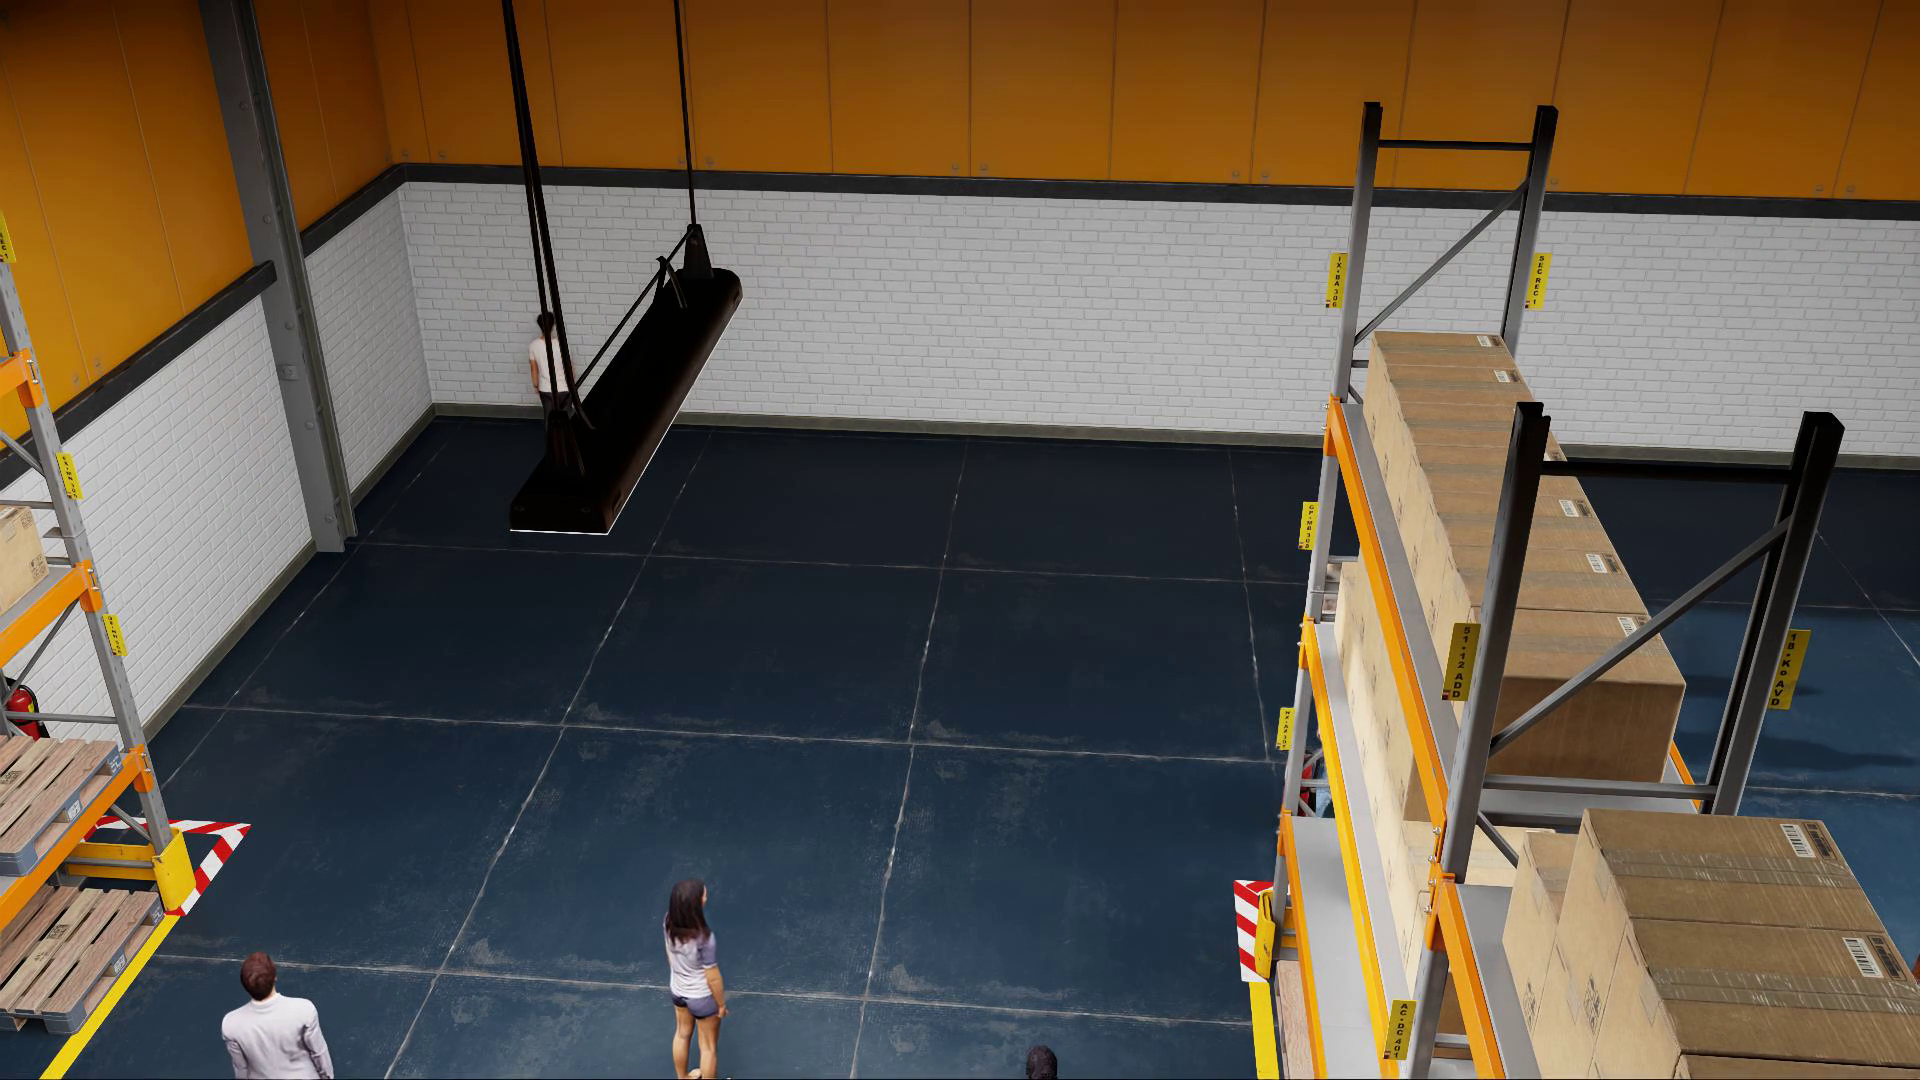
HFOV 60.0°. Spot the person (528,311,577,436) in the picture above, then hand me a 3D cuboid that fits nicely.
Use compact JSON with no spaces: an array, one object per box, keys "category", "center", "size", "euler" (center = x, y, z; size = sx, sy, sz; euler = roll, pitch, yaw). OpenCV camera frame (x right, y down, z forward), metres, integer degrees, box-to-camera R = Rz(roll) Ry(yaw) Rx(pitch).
[{"category":"person","center":[-4.521,-1.726,18.516],"size":[0.631,1.721,0.525],"euler":[1,29,2]}]

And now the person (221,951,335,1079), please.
[{"category":"person","center":[-3.858,3.151,9.508],"size":[0.748,1.784,0.730],"euler":[-10,30,-18]}]

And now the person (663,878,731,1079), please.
[{"category":"person","center":[-1.631,2.776,10.249],"size":[0.652,1.734,0.662],"euler":[19,34,31]}]
